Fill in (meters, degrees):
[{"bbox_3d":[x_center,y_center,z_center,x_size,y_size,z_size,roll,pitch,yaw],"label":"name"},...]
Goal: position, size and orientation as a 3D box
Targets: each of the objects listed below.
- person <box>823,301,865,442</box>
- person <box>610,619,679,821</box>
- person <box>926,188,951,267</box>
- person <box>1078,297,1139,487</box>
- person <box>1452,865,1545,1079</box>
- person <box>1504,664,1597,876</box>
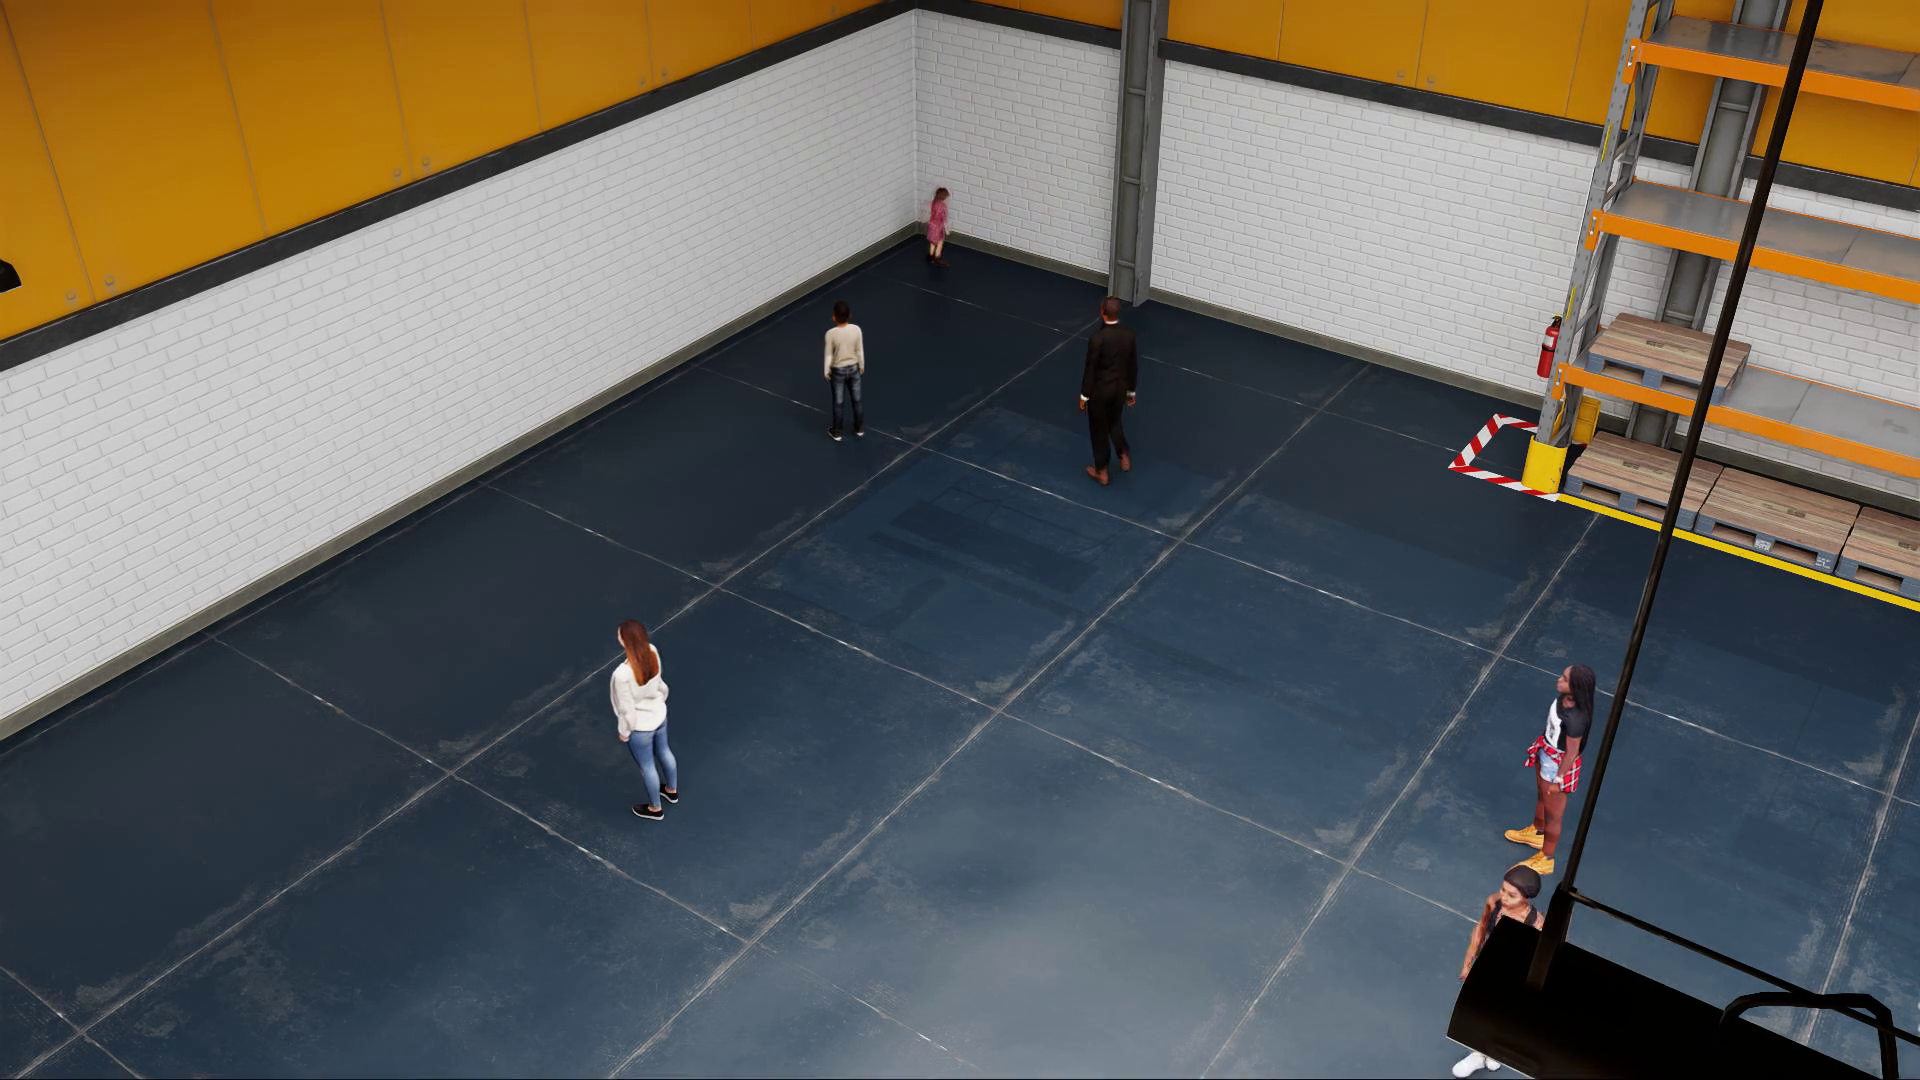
[{"bbox_3d":[-1.135,-1.678,16.482,0.638,1.462,0.664,-13,36,-19],"label":"person"},{"bbox_3d":[-2.246,1.270,11.840,0.572,1.691,0.639,17,37,24],"label":"person"},{"bbox_3d":[-0.295,-3.815,20.117,0.475,0.996,0.647,25,41,32],"label":"person"},{"bbox_3d":[1.431,-1.346,15.592,0.854,1.894,0.896,-18,38,-25],"label":"person"},{"bbox_3d":[3.279,2.559,9.902,0.774,1.689,0.715,-20,38,-27],"label":"person"},{"bbox_3d":[4.090,1.545,11.391,0.740,1.729,0.709,3,34,5],"label":"person"}]
